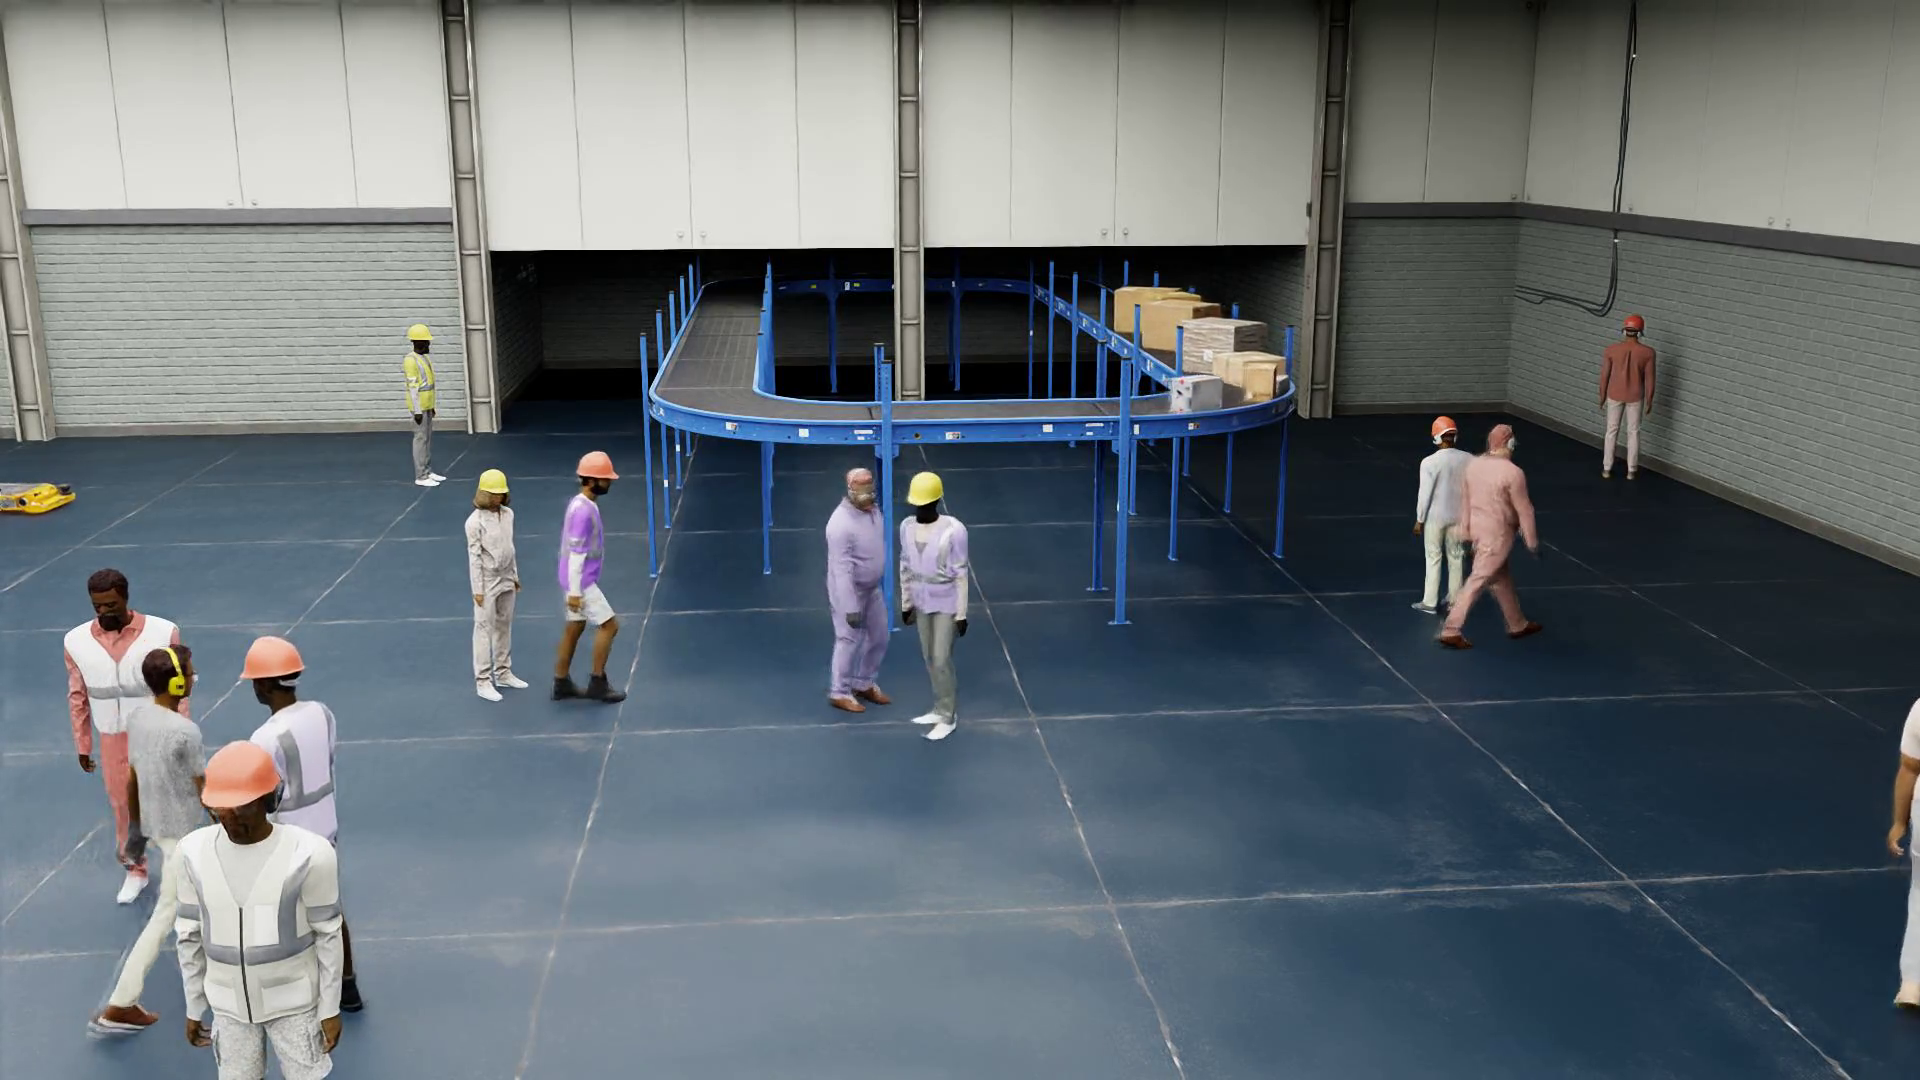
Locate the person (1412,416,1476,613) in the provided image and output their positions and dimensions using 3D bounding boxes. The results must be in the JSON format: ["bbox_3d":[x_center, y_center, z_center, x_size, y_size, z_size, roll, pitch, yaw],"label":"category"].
[{"bbox_3d":[4.241,-0.223,14.650,0.560,1.742,0.341,-5,15,-20],"label":"person"}]

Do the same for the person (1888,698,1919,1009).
[{"bbox_3d":[4.761,1.348,7.762,0.712,2.000,0.538,11,18,38],"label":"person"}]

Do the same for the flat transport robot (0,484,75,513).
[{"bbox_3d":[-10.811,-0.475,18.647,1.431,0.197,0.652,0,14,-1],"label":"flat transport robot"}]

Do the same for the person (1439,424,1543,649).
[{"bbox_3d":[4.403,-0.028,13.671,1.048,1.848,0.643,-3,14,-13],"label":"person"}]

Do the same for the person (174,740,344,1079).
[{"bbox_3d":[-2.619,1.721,6.257,0.608,2.047,0.366,-1,14,-2],"label":"person"}]

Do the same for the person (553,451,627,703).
[{"bbox_3d":[-2.754,0.289,12.302,0.655,1.896,0.560,-3,14,-11],"label":"person"}]

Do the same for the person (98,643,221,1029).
[{"bbox_3d":[-3.809,1.401,7.995,0.502,1.831,0.949,10,17,36],"label":"person"}]

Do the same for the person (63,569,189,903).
[{"bbox_3d":[-4.563,1.065,9.176,0.599,1.908,0.400,-3,14,-13],"label":"person"}]

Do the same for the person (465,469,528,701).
[{"bbox_3d":[-3.471,0.321,12.476,0.322,1.741,0.489,6,15,23],"label":"person"}]

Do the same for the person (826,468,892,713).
[{"bbox_3d":[-0.761,0.375,12.015,0.501,1.863,0.676,7,16,25],"label":"person"}]

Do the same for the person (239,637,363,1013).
[{"bbox_3d":[-3.138,1.391,7.836,0.399,1.926,0.545,2,14,9],"label":"person"}]

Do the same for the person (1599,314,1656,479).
[{"bbox_3d":[8.100,-1.740,20.208,0.622,1.991,0.397,7,16,27],"label":"person"}]

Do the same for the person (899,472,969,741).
[{"bbox_3d":[-0.189,0.445,11.652,0.609,1.909,0.454,12,18,39],"label":"person"}]

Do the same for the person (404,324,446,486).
[{"bbox_3d":[-6.392,-1.609,19.821,0.366,1.926,0.592,-1,14,-3],"label":"person"}]
